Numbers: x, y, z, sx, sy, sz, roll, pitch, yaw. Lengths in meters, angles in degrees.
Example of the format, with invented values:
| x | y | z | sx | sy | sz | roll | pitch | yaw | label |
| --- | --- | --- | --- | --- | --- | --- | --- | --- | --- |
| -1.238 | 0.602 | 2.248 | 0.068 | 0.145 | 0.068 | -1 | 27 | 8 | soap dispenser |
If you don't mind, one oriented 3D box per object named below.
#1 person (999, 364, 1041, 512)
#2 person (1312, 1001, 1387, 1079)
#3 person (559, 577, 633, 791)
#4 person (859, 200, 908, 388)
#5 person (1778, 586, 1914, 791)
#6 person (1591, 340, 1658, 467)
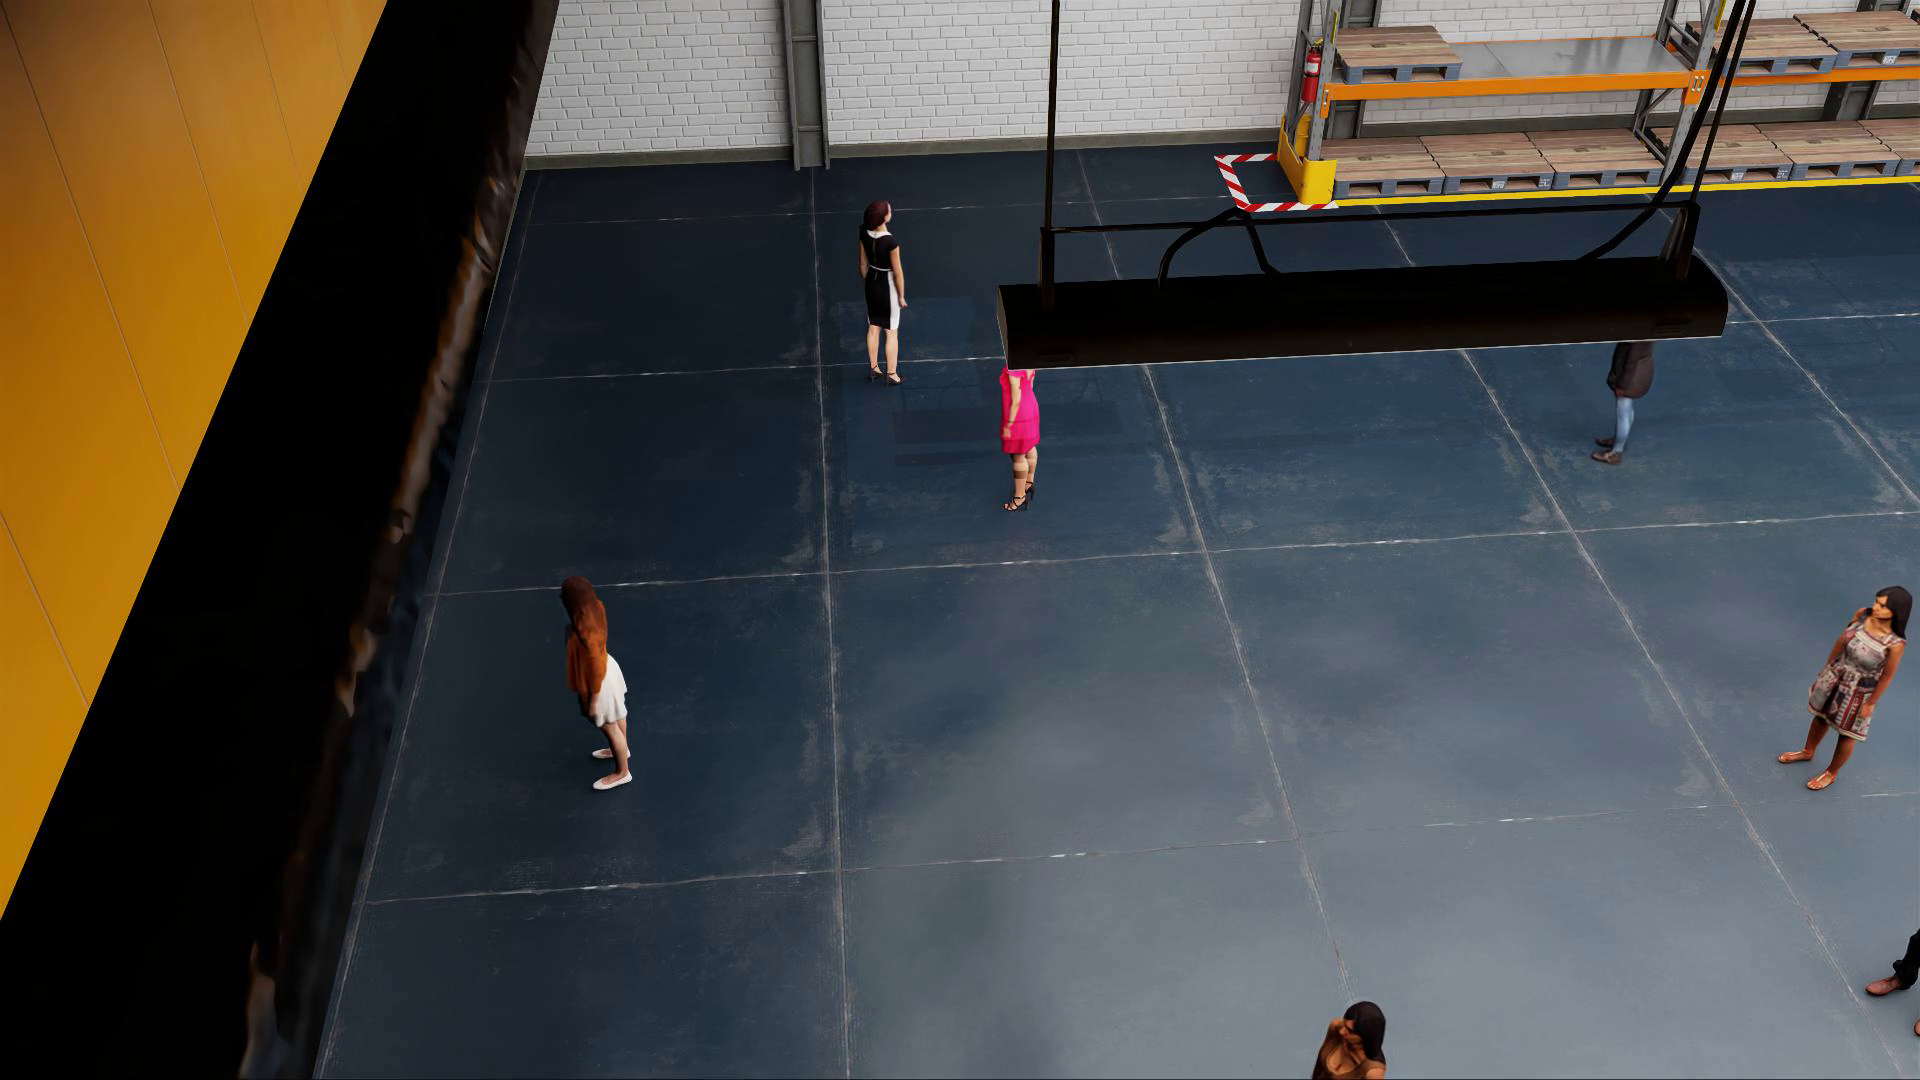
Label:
| x | y | z | sx | sy | sz | roll | pitch | yaw | label |
| --- | --- | --- | --- | --- | --- | --- | --- | --- | --- |
| 0.488 | -0.995 | 13.182 | 0.691 | 1.728 | 0.664 | 17 | 42 | 20 | person |
| 1.929 | 2.860 | 8.386 | 0.612 | 1.690 | 0.624 | -16 | 41 | -19 | person |
| -2.343 | 0.902 | 10.811 | 0.575 | 1.723 | 0.616 | -6 | 39 | -7 | person |
| -0.679 | -2.155 | 14.581 | 0.623 | 1.796 | 0.705 | 24 | 44 | 27 | person |
| 5.822 | 0.938 | 10.828 | 0.613 | 1.645 | 0.697 | -12 | 40 | -14 | person |
| 5.561 | -1.367 | 13.726 | 0.755 | 1.630 | 0.716 | 21 | 43 | 24 | person |
